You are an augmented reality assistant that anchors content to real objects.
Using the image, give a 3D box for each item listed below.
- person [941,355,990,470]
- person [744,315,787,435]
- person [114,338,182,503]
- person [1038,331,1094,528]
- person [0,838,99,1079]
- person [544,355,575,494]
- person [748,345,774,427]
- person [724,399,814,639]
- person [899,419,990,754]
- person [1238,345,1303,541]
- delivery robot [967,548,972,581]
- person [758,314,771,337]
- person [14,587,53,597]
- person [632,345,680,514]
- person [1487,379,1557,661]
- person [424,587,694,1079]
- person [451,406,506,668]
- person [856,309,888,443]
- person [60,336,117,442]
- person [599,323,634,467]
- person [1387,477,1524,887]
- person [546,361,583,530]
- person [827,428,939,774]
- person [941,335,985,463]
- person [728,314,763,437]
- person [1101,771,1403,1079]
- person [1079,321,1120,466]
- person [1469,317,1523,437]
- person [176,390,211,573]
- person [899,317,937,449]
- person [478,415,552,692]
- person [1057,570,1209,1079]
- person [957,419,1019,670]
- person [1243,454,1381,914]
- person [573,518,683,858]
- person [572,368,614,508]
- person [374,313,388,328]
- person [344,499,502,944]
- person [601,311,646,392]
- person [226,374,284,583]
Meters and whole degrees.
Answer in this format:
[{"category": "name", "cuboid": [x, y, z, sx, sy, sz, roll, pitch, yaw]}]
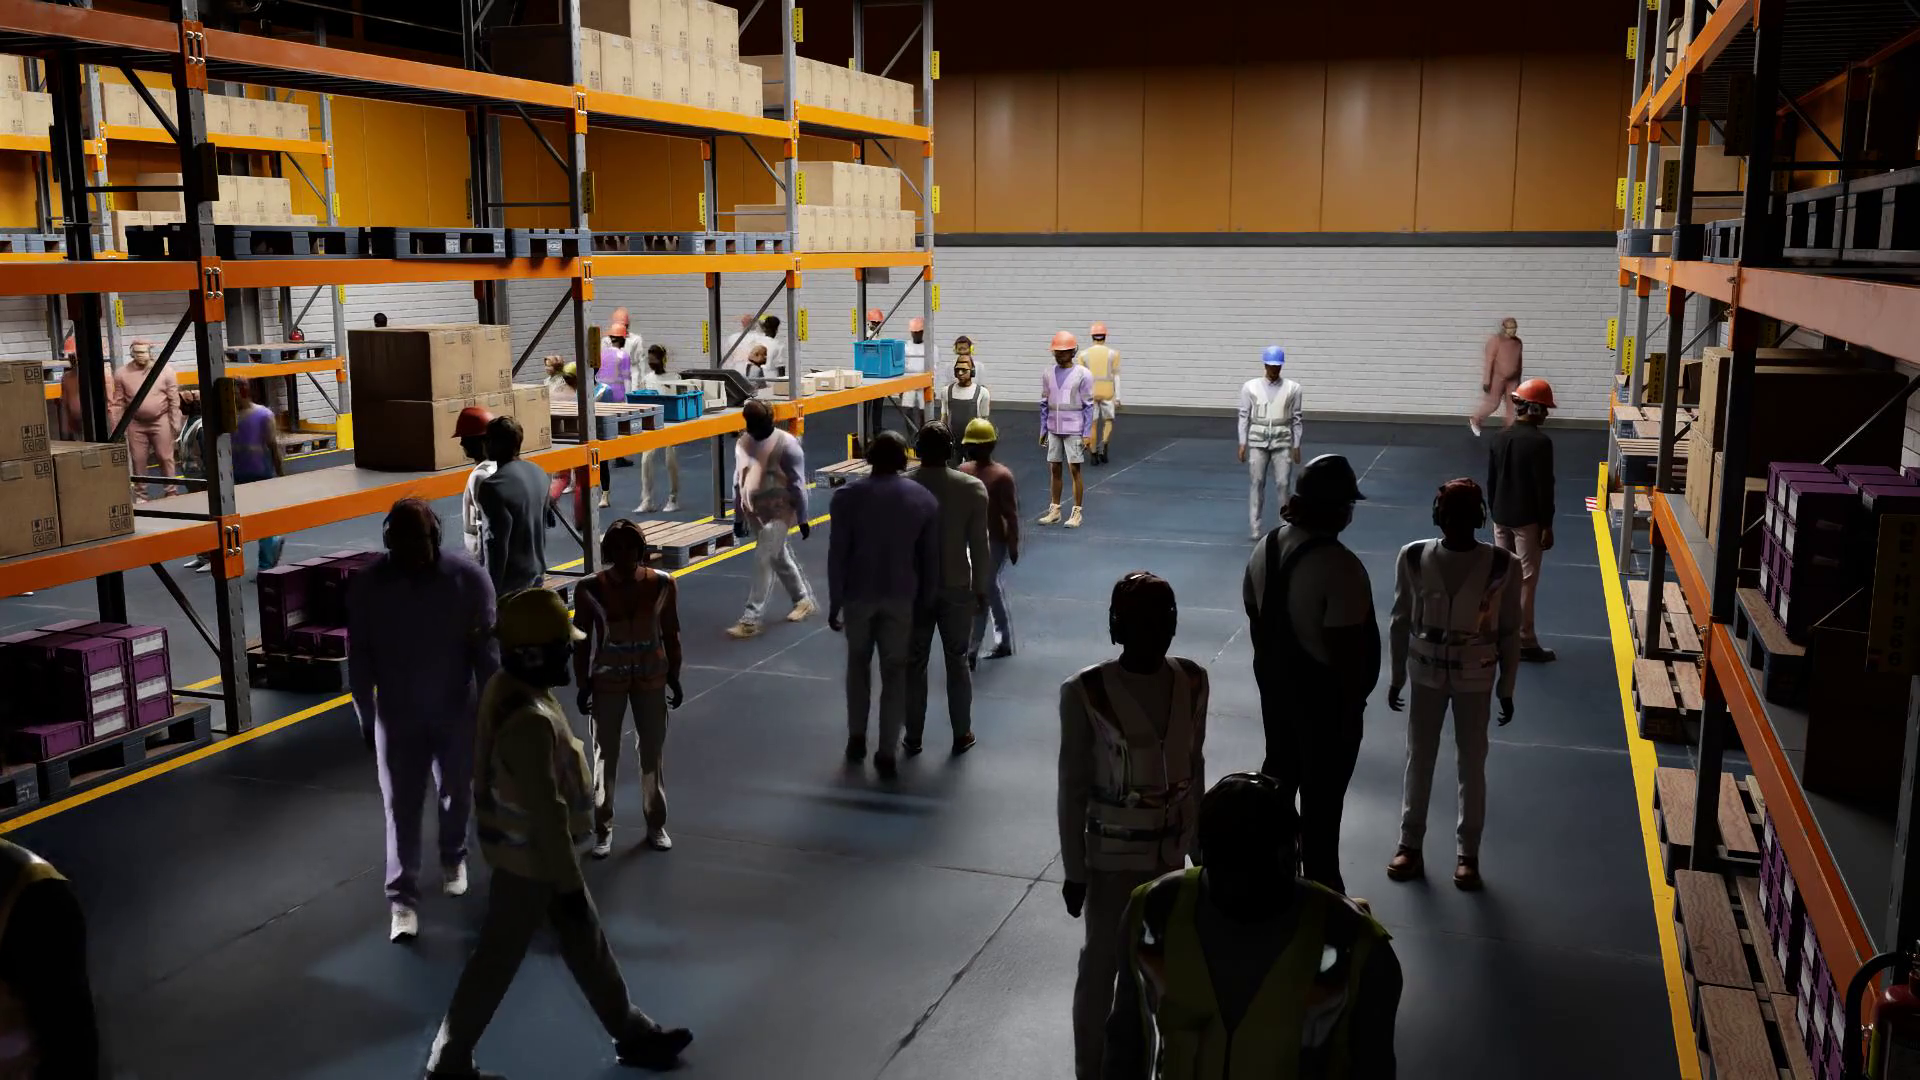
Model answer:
[{"category": "person", "cuboid": [0.041, -0.918, 16.540, 0.506, 1.847, 0.345, 2, 10, 13]}, {"category": "person", "cuboid": [-2.769, -2.199, 23.502, 0.625, 1.934, 0.687, 4, 11, 19]}, {"category": "person", "cuboid": [-8.958, -1.273, 18.390, 0.693, 1.906, 0.399, -3, 11, -17]}, {"category": "person", "cuboid": [1.077, -1.141, 17.241, 0.616, 2.040, 0.382, 7, 12, 35]}, {"category": "person", "cuboid": [-2.379, 1.361, 3.795, 0.623, 1.809, 0.833, 3, 10, 15]}, {"category": "person", "cuboid": [-4.743, -1.361, 19.615, 0.523, 1.638, 0.310, 10, 14, 44]}, {"category": "person", "cuboid": [-2.552, -1.731, 21.735, 0.595, 1.610, 0.535, -2, 10, -11]}, {"category": "person", "cuboid": [-1.429, -0.194, 12.652, 0.639, 1.787, 0.983, 9, 13, 40]}, {"category": "person", "cuboid": [-0.142, 0.274, 9.567, 0.631, 1.940, 0.372, 0, 10, 0]}, {"category": "person", "cuboid": [3.071, -0.955, 16.465, 0.619, 1.944, 0.400, 2, 10, 12]}, {"category": "delivery robot", "cuboid": [-0.014, 0.237, 13.403, 0.477, 0.478, 0.707, 4, 11, 21]}, {"category": "person", "cuboid": [-3.270, -2.932, 28.122, 0.358, 1.758, 0.576, -1, 10, -8]}, {"category": "person", "cuboid": [-7.877, -0.352, 13.945, 0.265, 1.632, 0.508, 0, 10, 3]}, {"category": "person", "cuboid": [-3.270, -1.185, 18.054, 0.537, 1.845, 0.759, 4, 11, 21]}, {"category": "person", "cuboid": [3.989, -0.142, 11.773, 0.391, 1.986, 0.609, -4, 11, -22]}, {"category": "person", "cuboid": [-1.435, 1.042, 5.694, 0.947, 1.781, 0.615, -3, 10, -16]}, {"category": "person", "cuboid": [-2.955, 0.131, 10.378, 0.372, 1.933, 0.551, 0, 10, 0]}, {"category": "person", "cuboid": [-1.251, -2.373, 24.313, 0.379, 1.996, 0.609, 9, 14, 42]}, {"category": "person", "cuboid": [-9.178, -1.151, 17.455, 0.648, 1.981, 0.456, 3, 11, 19]}, {"category": "person", "cuboid": [-4.544, -1.865, 21.700, 0.542, 1.917, 0.647, 7, 12, 35]}, {"category": "person", "cuboid": [2.250, 0.648, 7.612, 0.577, 1.882, 0.349, 5, 11, 26]}, {"category": "person", "cuboid": [-3.994, -0.948, 16.992, 0.524, 1.750, 0.554, 3, 10, 15]}, {"category": "person", "cuboid": [-0.433, 0.327, 9.383, 0.633, 1.897, 0.711, -1, 10, -6]}, {"category": "person", "cuboid": [0.029, -1.516, 19.881, 0.525, 1.855, 0.380, 2, 10, 12]}, {"category": "person", "cuboid": [-3.251, -2.520, 25.467, 0.652, 1.878, 0.812, 3, 10, 16]}, {"category": "person", "cuboid": [0.600, 1.385, 3.581, 0.634, 1.841, 0.429, 4, 11, 22]}, {"category": "person", "cuboid": [1.845, -1.937, 22.067, 0.570, 1.917, 0.419, 2, 10, 11]}, {"category": "person", "cuboid": [8.090, -2.414, 24.919, 0.685, 1.870, 0.821, -4, 11, -21]}, {"category": "person", "cuboid": [-6.835, -0.533, 14.948, 0.306, 1.640, 0.522, -9, 14, -42]}, {"category": "person", "cuboid": [-0.606, -2.118, 23.080, 0.567, 1.918, 0.652, 2, 10, 12]}, {"category": "person", "cuboid": [-2.636, 0.229, 9.816, 0.372, 1.940, 0.627, 2, 10, 13]}, {"category": "person", "cuboid": [0.581, 1.031, 5.458, 0.584, 1.882, 0.349, -6, 12, -30]}, {"category": "person", "cuboid": [0.096, 0.031, 11.522, 0.834, 1.732, 0.533, -9, 13, -40]}, {"category": "person", "cuboid": [1.578, 0.629, 7.278, 0.536, 2.000, 0.688, -5, 11, -25]}, {"category": "person", "cuboid": [-1.588, 0.704, 7.988, 0.523, 1.638, 0.311, -3, 11, -19]}, {"category": "person", "cuboid": [-4.106, -1.198, 18.548, 0.532, 1.692, 0.322, 2, 10, 13]}, {"category": "person", "cuboid": [-8.603, -2.442, 24.950, 0.593, 1.912, 0.384, -8, 13, -37]}, {"category": "person", "cuboid": [-2.301, 0.743, 7.174, 0.639, 1.853, 0.972, -3, 11, -17]}, {"category": "person", "cuboid": [-4.915, -2.344, 24.252, 0.632, 1.983, 0.889, 1, 10, 5]}, {"category": "person", "cuboid": [-6.170, -0.559, 14.610, 0.668, 1.821, 0.572, 3, 10, 14]}]
